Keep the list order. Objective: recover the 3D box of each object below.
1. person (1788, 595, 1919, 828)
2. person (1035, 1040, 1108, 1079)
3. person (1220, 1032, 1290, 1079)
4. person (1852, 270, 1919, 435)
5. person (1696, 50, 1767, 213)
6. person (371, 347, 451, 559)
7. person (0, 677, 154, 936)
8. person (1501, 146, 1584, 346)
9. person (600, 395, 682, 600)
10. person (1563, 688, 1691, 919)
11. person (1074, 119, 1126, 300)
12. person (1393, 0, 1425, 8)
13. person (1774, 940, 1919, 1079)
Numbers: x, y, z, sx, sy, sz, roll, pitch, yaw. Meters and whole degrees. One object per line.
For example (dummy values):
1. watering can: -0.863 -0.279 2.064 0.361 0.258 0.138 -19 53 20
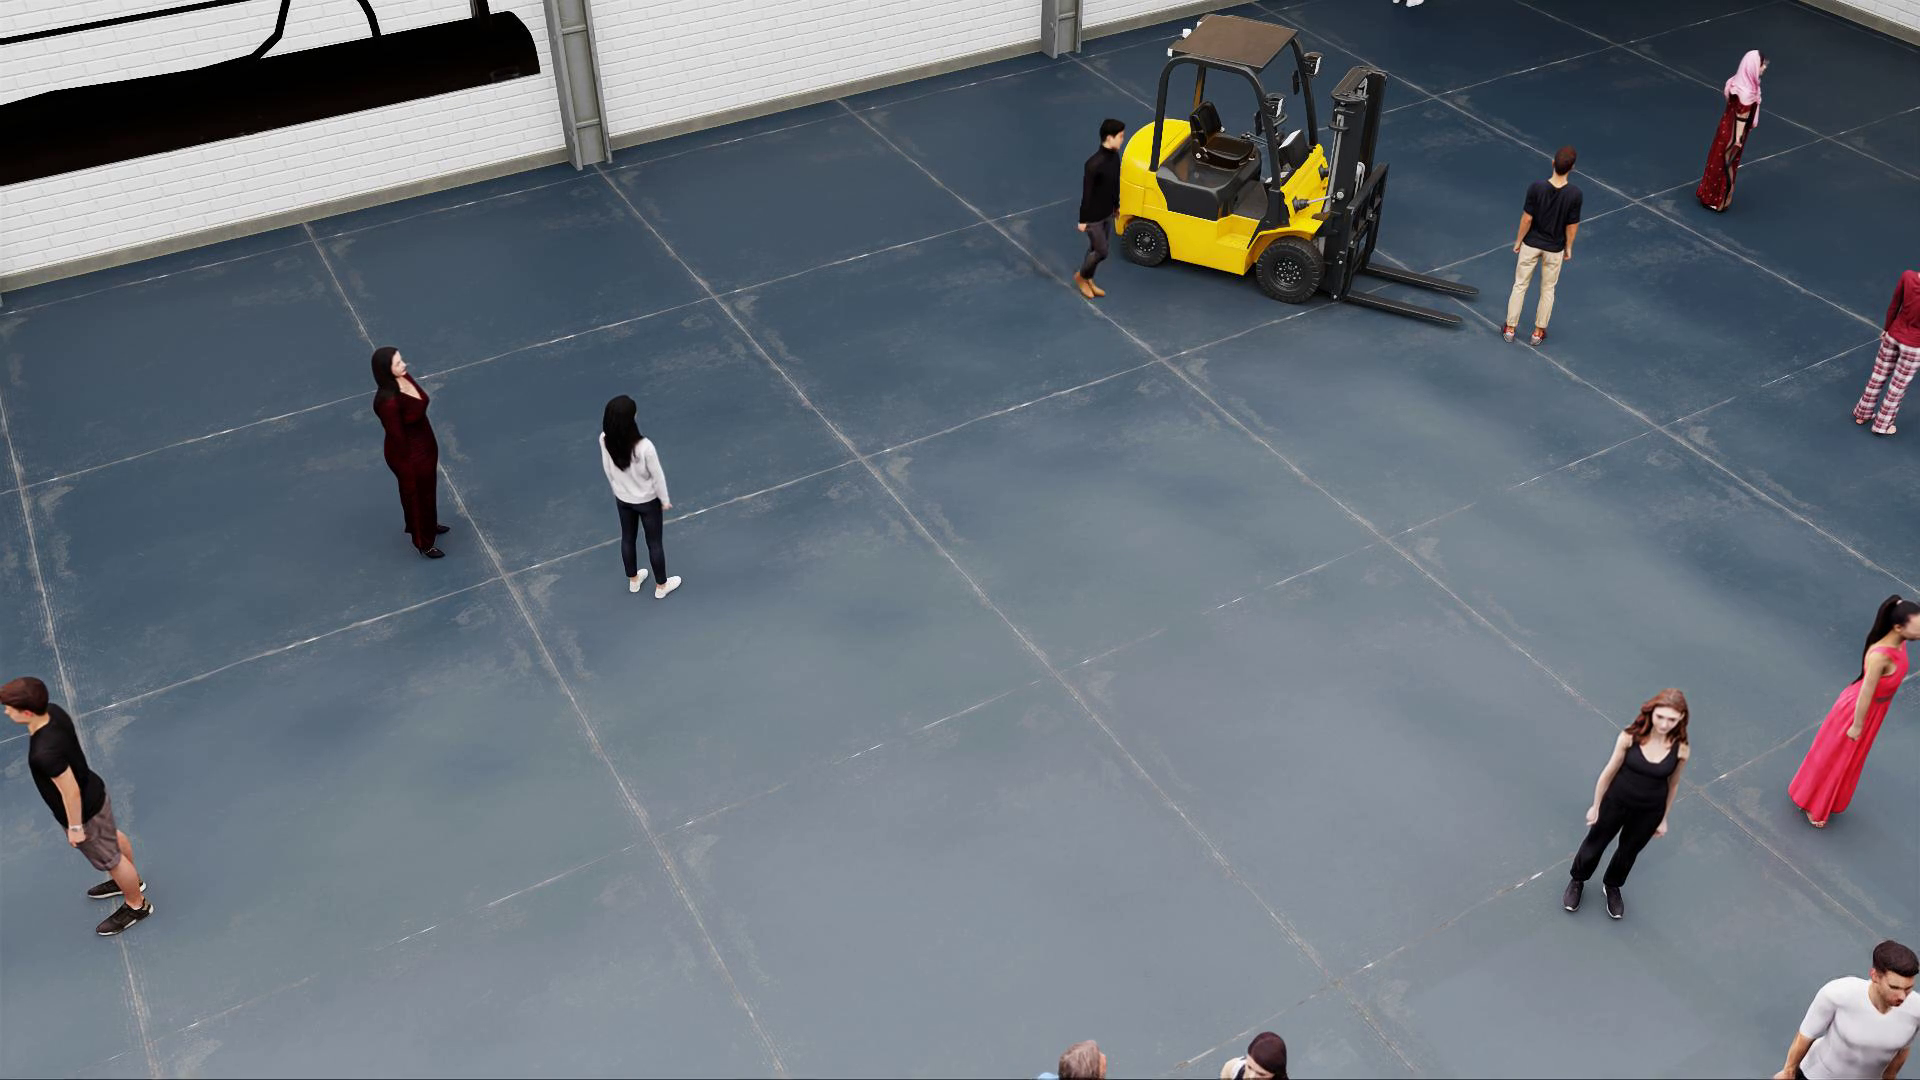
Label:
1. person: 5.460 1.037 10.085 0.740 1.727 0.606 30 47 32
2. person: 0.517 2.901 7.677 0.724 1.818 0.675 30 47 32
3. person: 1.367 2.855 7.871 0.627 1.648 0.644 22 44 25
4. person: 7.664 -1.631 13.448 0.507 1.698 0.618 -17 42 -21
5. person: 7.712 -4.089 16.575 0.820 1.638 0.760 10 40 12
6. person: -4.037 -0.658 12.182 0.740 1.758 0.749 -4 39 -5
7. person: -4.991 1.476 9.428 0.586 1.861 0.671 -17 42 -20
8. person: 5.082 -2.555 14.476 0.698 1.859 0.746 11 40 14
9. person: -2.294 -0.310 11.792 0.711 1.701 0.755 13 40 16
10. person: 3.842 1.492 9.500 0.649 1.746 0.714 8 39 10
11. person: 1.203 -3.031 15.194 0.827 1.708 0.689 25 45 28
12. person: 5.726 -7.623 20.889 0.593 1.775 0.634 -31 48 -33
13. person: 4.256 2.579 8.055 0.729 1.851 0.811 7 39 8
